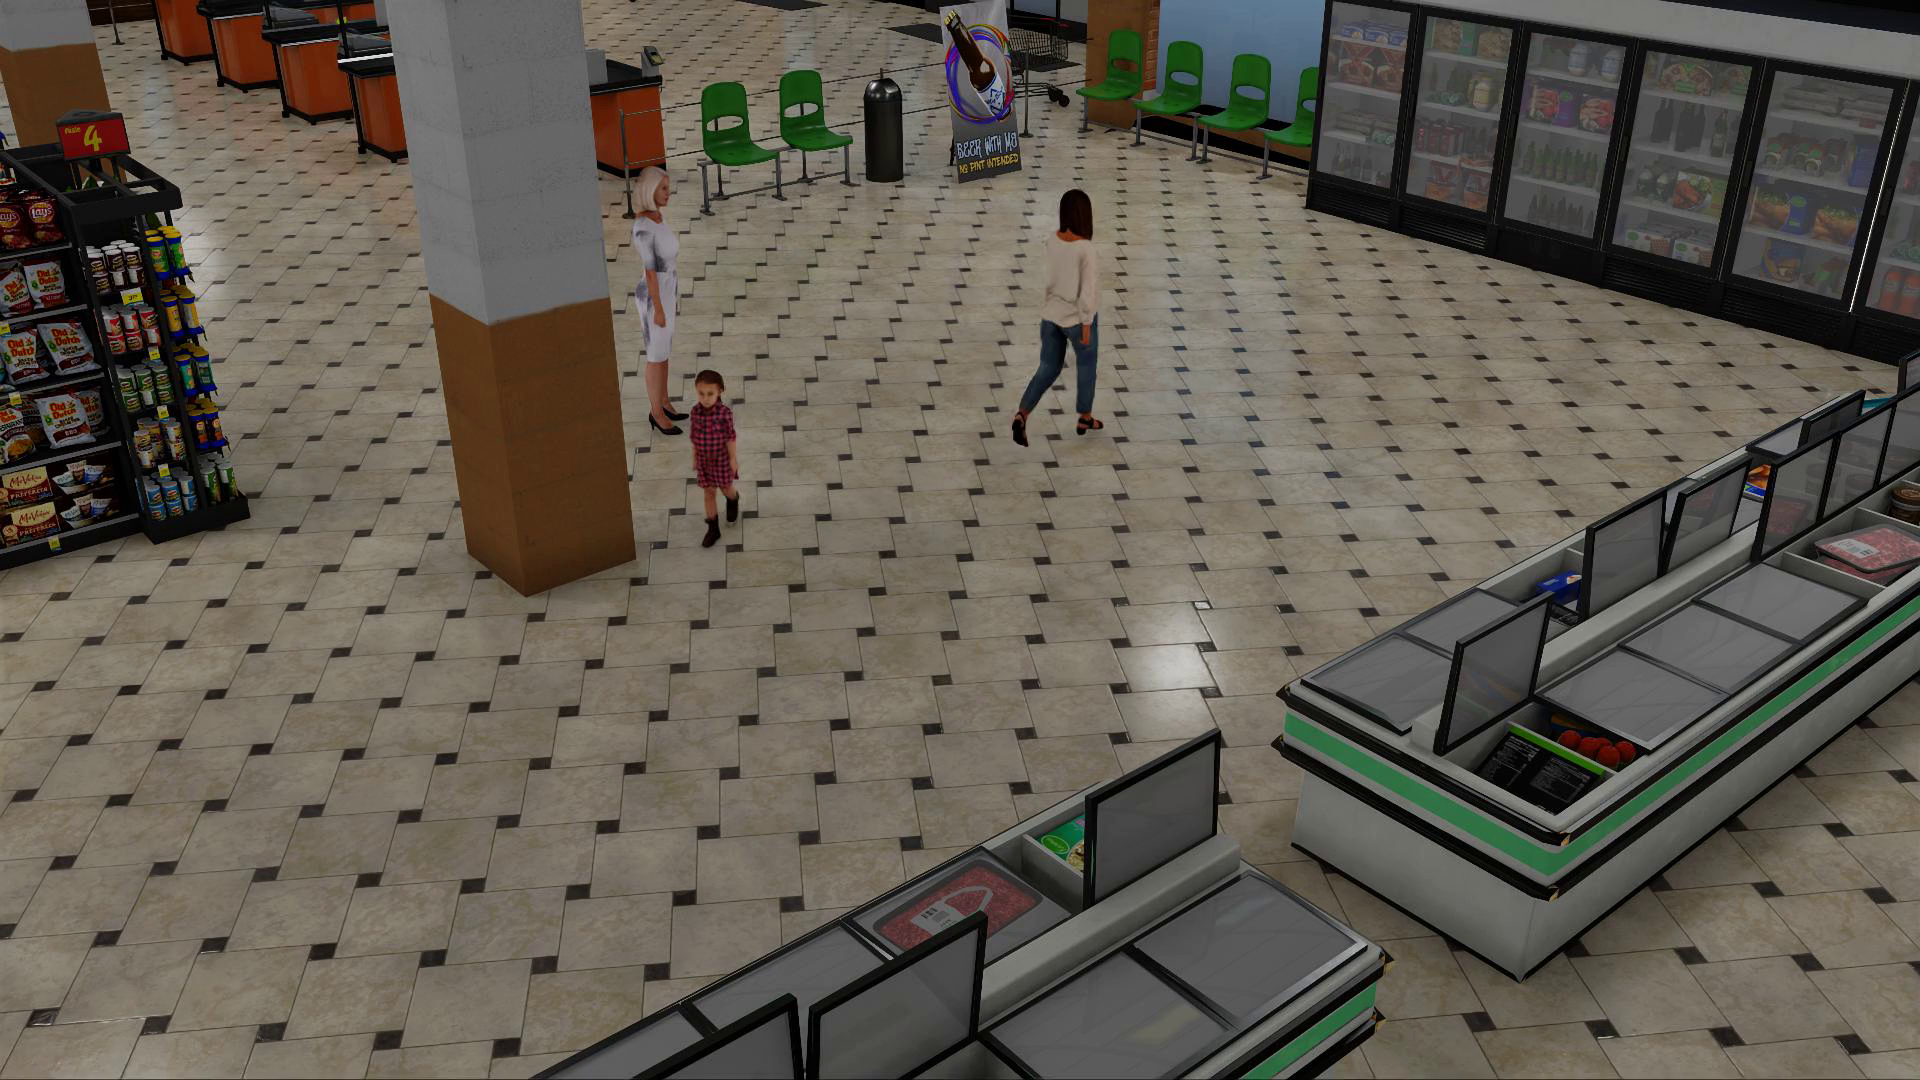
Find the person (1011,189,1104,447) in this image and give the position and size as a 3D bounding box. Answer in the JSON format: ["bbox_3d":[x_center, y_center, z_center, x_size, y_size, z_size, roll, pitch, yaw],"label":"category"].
[{"bbox_3d":[0.619,-1.358,10.505,1.011,1.651,0.628,-22,34,-37],"label":"person"}]

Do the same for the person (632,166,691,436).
[{"bbox_3d":[-1.966,-1.556,10.788,0.692,1.749,0.641,1,27,2],"label":"person"}]

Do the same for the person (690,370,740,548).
[{"bbox_3d":[-1.391,-0.501,9.523,0.655,1.011,0.736,5,27,9],"label":"person"}]
